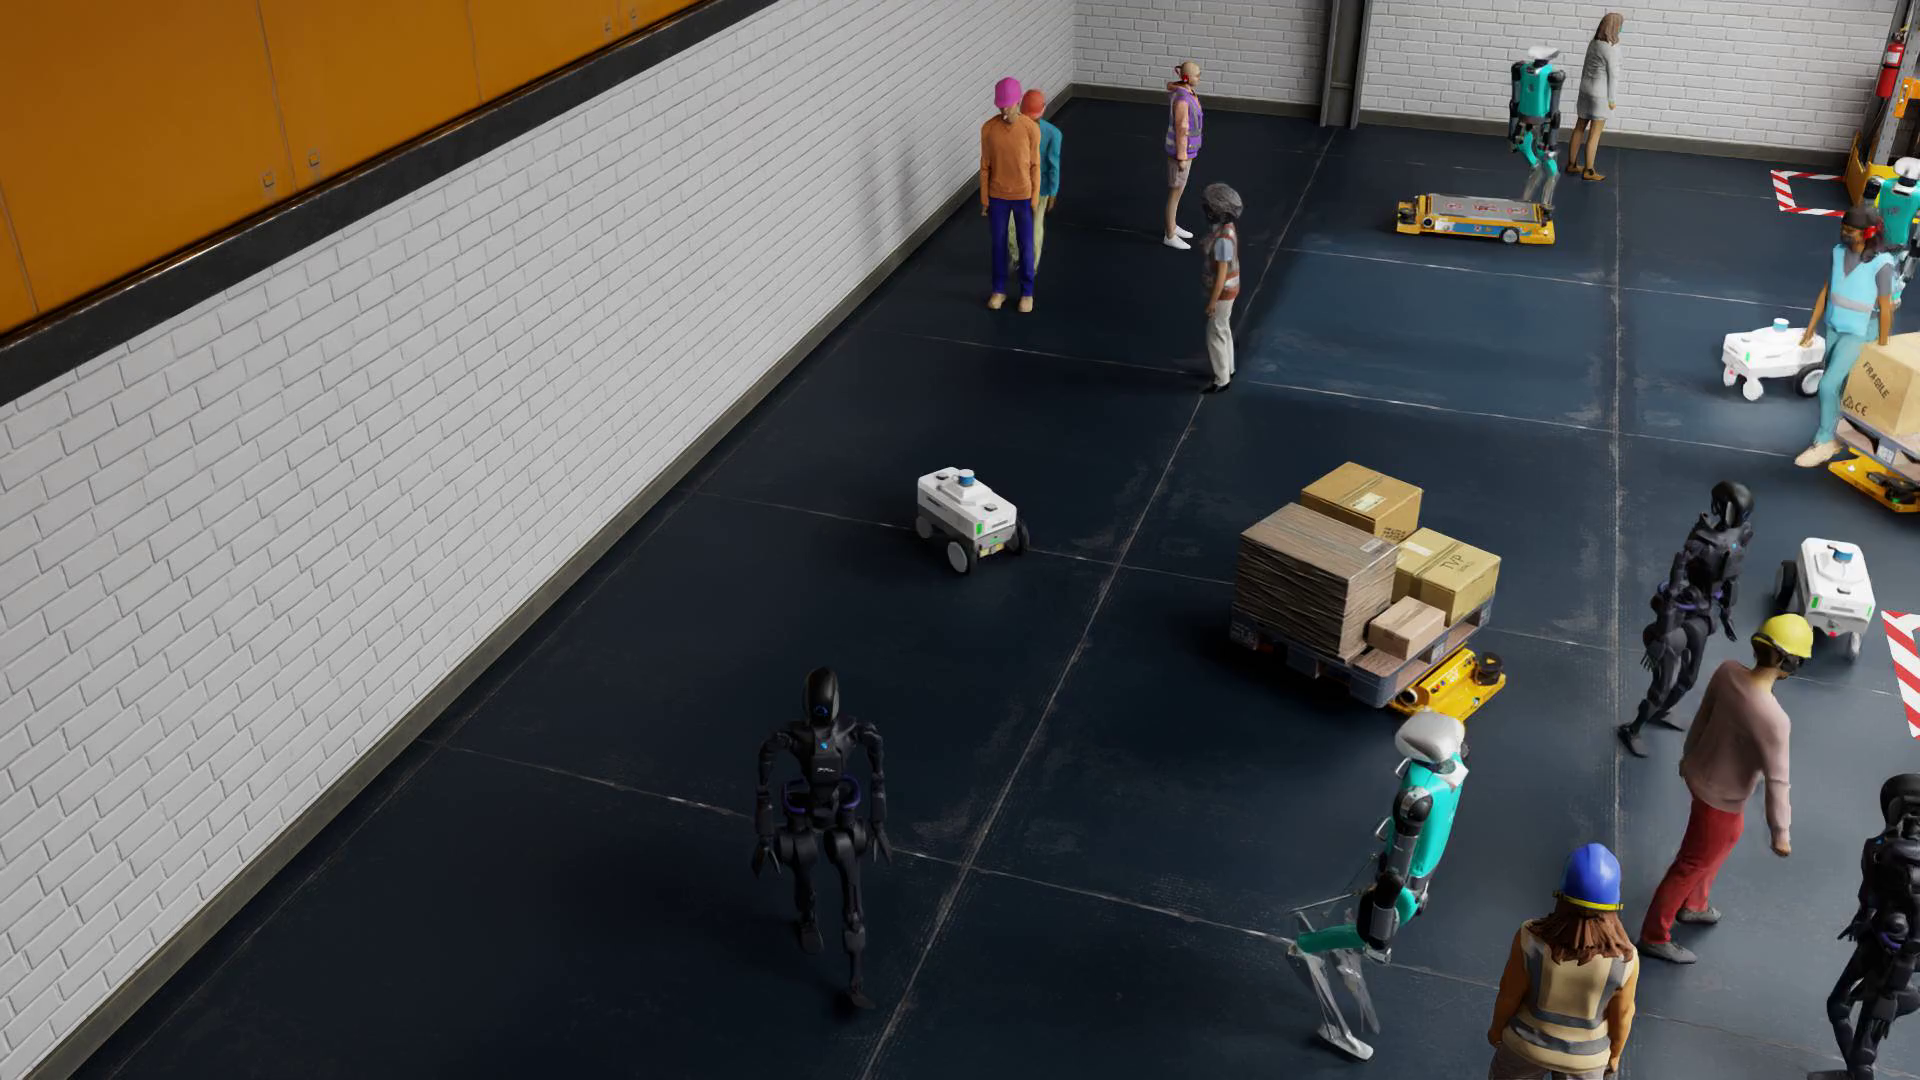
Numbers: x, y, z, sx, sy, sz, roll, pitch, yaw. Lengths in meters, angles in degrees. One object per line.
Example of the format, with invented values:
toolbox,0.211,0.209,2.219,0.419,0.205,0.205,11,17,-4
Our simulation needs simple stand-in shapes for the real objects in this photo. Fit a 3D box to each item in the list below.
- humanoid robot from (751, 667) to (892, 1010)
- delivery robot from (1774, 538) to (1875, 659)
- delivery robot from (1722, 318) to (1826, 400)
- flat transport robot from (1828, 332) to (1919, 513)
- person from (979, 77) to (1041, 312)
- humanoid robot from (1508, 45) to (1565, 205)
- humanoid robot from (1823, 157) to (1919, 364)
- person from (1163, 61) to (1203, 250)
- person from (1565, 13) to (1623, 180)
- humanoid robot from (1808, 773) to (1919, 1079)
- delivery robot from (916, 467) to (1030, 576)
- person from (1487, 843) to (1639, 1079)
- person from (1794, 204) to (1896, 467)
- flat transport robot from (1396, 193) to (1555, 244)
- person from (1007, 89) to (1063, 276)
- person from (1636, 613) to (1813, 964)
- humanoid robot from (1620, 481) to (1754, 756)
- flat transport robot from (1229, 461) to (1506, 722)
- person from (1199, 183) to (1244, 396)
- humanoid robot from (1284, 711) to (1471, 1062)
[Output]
humanoid robot,-0.594,1.263,7.118,0.611,1.625,0.750,-6,31,-11
delivery robot,5.155,0.293,9.836,0.499,0.586,0.773,10,32,16
delivery robot,6.237,-1.400,12.717,0.754,0.587,0.524,-6,31,-9
flat transport robot,6.825,-0.499,11.474,1.431,0.231,0.659,-9,32,-14
person,0.412,-2.866,13.827,0.516,1.973,0.400,6,31,10
humanoid robot,5.463,-3.771,15.592,0.764,1.784,0.533,-21,37,-32
humanoid robot,7.150,-2.143,12.836,0.577,1.768,0.822,23,37,34
person,2.032,-3.528,15.220,0.347,1.693,0.494,6,31,10
person,6.501,-4.522,16.942,0.343,1.658,0.488,-9,32,-15
humanoid robot,3.624,1.613,6.513,0.376,1.634,0.612,8,31,13
delivery robot,0.052,-0.151,10.617,0.499,0.612,0.815,-21,36,-31
person,2.157,1.824,6.032,0.462,1.778,0.305,9,32,15
person,6.049,-1.394,11.440,0.637,1.844,0.548,-8,31,-14
flat transport robot,4.904,-3.058,15.827,1.431,0.231,0.659,7,31,13
person,0.592,-3.058,14.392,0.577,1.719,0.397,13,33,21
person,3.366,1.124,7.277,0.578,1.717,0.649,2,30,3
humanoid robot,3.748,0.390,8.577,0.605,1.630,0.428,-17,34,-26
flat transport robot,2.329,0.626,9.560,1.431,0.231,0.659,26,39,37
person,1.950,-1.906,12.487,0.418,1.656,0.598,3,31,6
humanoid robot,1.618,1.434,6.774,0.695,1.842,0.544,19,36,29
